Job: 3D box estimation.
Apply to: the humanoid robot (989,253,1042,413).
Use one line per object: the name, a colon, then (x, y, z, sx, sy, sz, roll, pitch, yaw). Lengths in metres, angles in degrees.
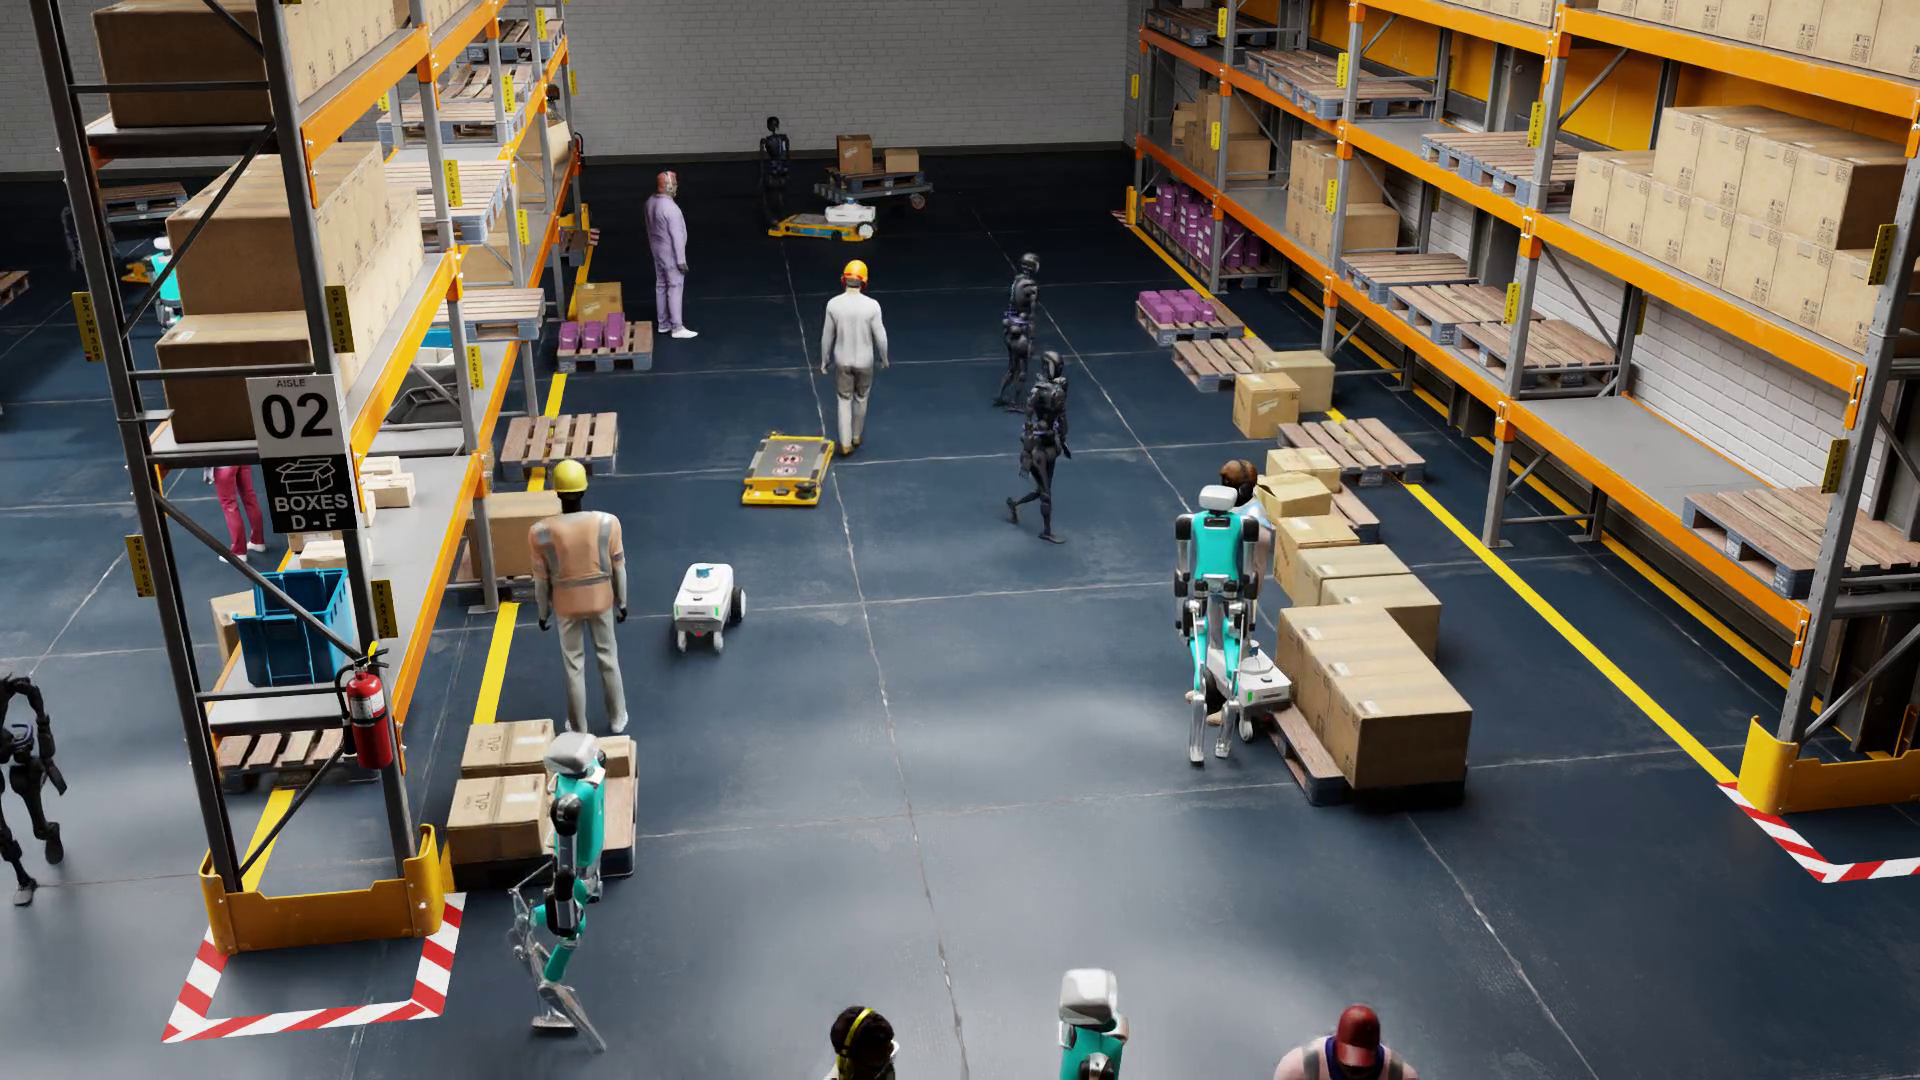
humanoid robot: (0.570, -2.080, 16.669, 0.435, 1.633, 0.618, -9, 25, -19)

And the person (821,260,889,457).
person: (-0.985, -1.708, 15.604, 0.634, 1.861, 0.608, 2, 24, 4)

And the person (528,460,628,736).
person: (-2.430, 0.395, 10.717, 0.592, 1.924, 0.377, -8, 25, -17)

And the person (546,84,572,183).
person: (-6.505, -6.532, 26.859, 0.515, 1.624, 0.522, -2, 24, -5)

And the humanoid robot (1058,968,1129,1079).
humanoid robot: (0.246, 2.355, 6.320, 0.735, 1.677, 0.533, 2, 24, 4)

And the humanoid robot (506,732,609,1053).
humanoid robot: (-2.001, 1.725, 7.969, 0.791, 1.807, 0.547, 2, 24, 4)

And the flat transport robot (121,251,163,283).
flat transport robot: (-10.354, -3.659, 22.013, 0.659, 0.231, 1.431, 5, 24, 11)

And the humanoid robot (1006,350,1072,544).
humanoid robot: (0.623, -0.808, 13.804, 0.697, 1.631, 0.610, 17, 29, 34)

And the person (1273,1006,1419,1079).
person: (1.383, 2.496, 6.191, 0.602, 1.717, 0.854, 7, 25, 16)

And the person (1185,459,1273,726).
person: (1.769, 0.333, 10.962, 0.429, 1.845, 0.624, -7, 25, -15)

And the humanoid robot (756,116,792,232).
humanoid robot: (-2.654, -5.246, 23.865, 0.353, 1.649, 0.603, 21, 31, 39)

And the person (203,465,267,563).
person: (-5.885, -0.614, 13.384, 0.288, 1.627, 0.497, 8, 25, 17)

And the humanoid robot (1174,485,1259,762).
humanoid robot: (1.592, 0.597, 10.482, 0.553, 1.742, 0.849, 4, 24, 9)

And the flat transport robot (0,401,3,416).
flat transport robot: (-10.073, -1.163, 16.328, 0.659, 0.231, 1.431, -14, 27, -28)

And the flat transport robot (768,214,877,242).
flat transport robot: (-1.968, -4.487, 23.899, 1.431, 0.231, 0.659, 6, 25, 14)

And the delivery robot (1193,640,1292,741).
delivery robot: (1.924, 0.956, 11.160, 0.499, 0.607, 0.808, -7, 25, -15)

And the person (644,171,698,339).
person: (-3.318, -3.275, 19.106, 0.406, 1.904, 0.650, -18, 29, -35)

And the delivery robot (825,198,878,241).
delivery robot: (-1.536, -4.577, 23.774, 0.815, 0.614, 0.499, 1, 24, 3)

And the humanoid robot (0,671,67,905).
humanoid robot: (-5.298, 1.194, 9.216, 0.591, 1.627, 0.529, -8, 25, -18)

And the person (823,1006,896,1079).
person: (-0.294, 2.473, 6.104, 0.928, 1.823, 0.521, 11, 26, 23)

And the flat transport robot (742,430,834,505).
flat transport robot: (-1.552, -0.661, 15.185, 0.659, 0.231, 1.431, 1, 24, 2)

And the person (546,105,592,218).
person: (-5.979, -5.462, 24.232, 0.993, 1.788, 0.494, -2, 24, -4)

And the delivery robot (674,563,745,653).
delivery robot: (-1.882, 0.453, 12.273, 0.499, 0.581, 0.777, 0, 24, 1)

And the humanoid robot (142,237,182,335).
humanoid robot: (-7.859, -2.259, 17.006, 0.538, 1.802, 0.657, 1, 24, 3)

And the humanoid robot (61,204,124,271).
humanoid robot: (-10.454, -3.507, 20.007, 0.809, 1.645, 0.601, 19, 30, 36)
